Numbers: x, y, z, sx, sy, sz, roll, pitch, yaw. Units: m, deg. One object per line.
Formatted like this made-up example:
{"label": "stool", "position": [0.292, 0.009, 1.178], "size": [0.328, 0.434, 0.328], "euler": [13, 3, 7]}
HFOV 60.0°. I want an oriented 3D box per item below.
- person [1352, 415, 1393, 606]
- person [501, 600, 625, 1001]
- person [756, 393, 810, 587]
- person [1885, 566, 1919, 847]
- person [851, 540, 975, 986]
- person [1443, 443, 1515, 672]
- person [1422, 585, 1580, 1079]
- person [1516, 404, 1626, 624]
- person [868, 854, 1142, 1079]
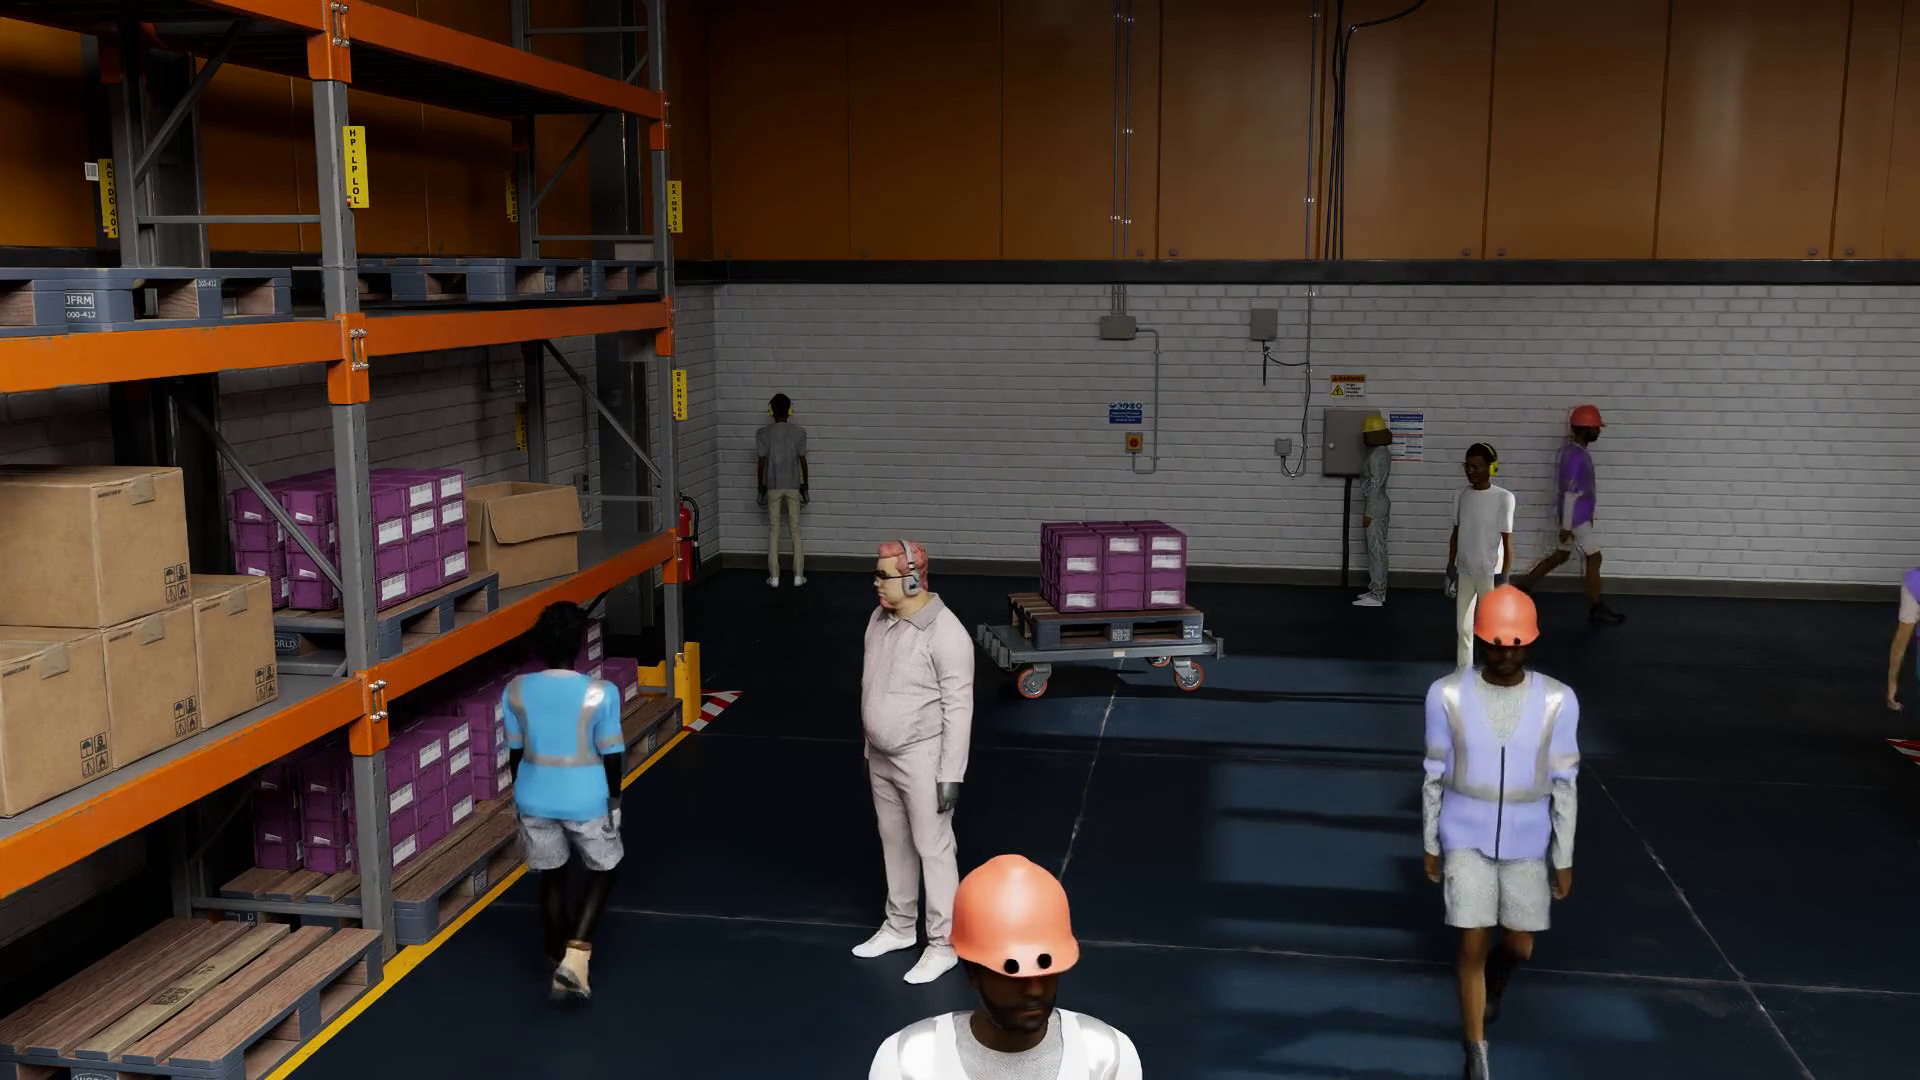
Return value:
{"label": "person", "position": [3.746, -0.269, 15.086], "size": [0.303, 1.740, 0.485], "euler": [4, 10, 23]}
{"label": "person", "position": [-1.637, 1.095, 6.822], "size": [0.538, 1.688, 0.448], "euler": [2, 9, 9]}
{"label": "person", "position": [-1.698, -0.477, 15.986], "size": [0.508, 1.864, 0.329], "euler": [-1, 9, -8]}
{"label": "person", "position": [5.125, 0.739, 8.573], "size": [0.612, 1.826, 0.463], "euler": [3, 10, 15]}
{"label": "person", "position": [-0.228, 0.938, 7.130], "size": [0.401, 1.904, 0.646], "euler": [-7, 12, -37]}
{"label": "person", "position": [3.581, 0.251, 11.514], "size": [0.316, 1.861, 0.514], "euler": [-7, 11, -35]}
{"label": "person", "position": [1.994, 1.079, 6.214], "size": [0.544, 1.918, 0.747], "euler": [2, 9, 12]}
{"label": "person", "position": [5.261, -0.230, 14.368], "size": [0.950, 1.908, 0.545], "euler": [2, 10, 15]}
{"label": "person", "position": [0.091, 1.548, 3.253], "size": [0.548, 1.942, 0.347], "euler": [-1, 9, -9]}
